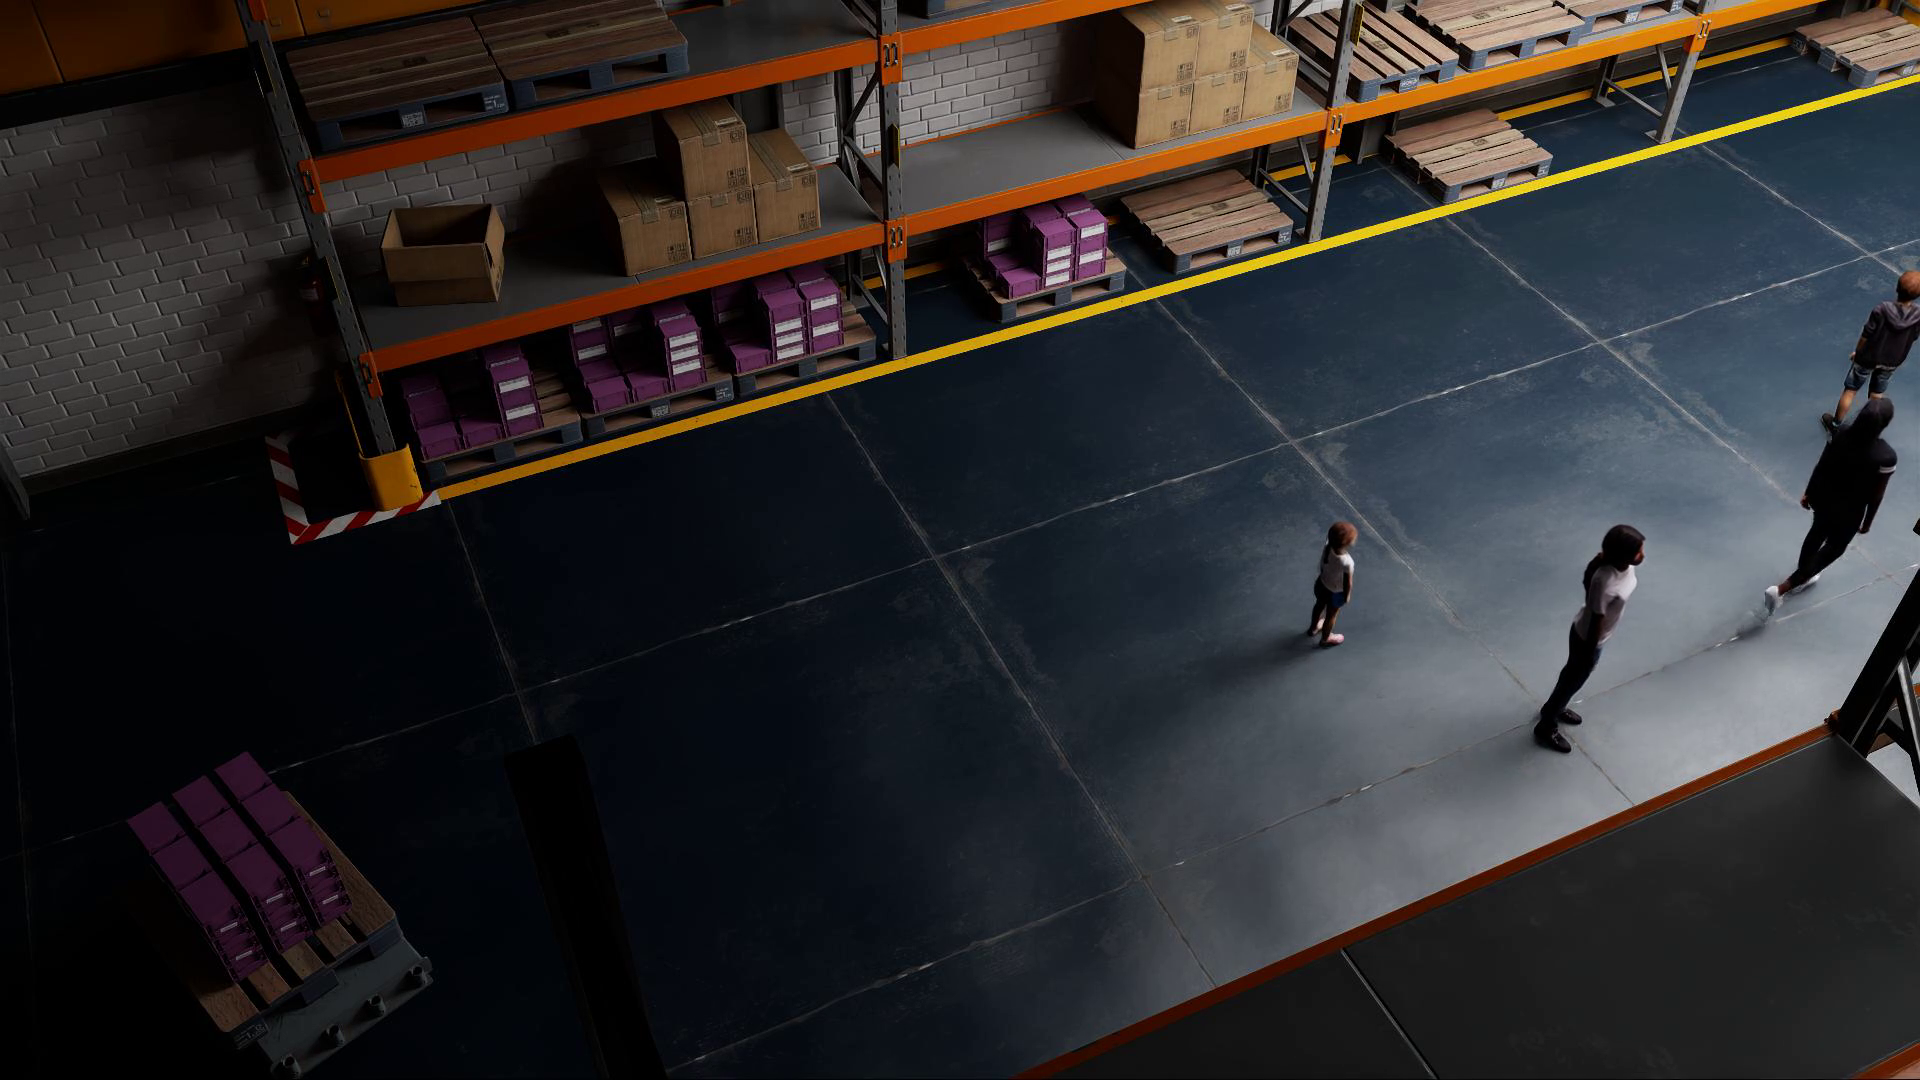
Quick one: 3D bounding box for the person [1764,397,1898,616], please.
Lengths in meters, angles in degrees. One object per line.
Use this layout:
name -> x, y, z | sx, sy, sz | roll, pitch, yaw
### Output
person -> 5.704, -0.189, 10.900 | 0.991, 1.712, 0.657 | -22, 48, -22

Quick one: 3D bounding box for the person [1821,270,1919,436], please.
person -> 6.818, -1.374, 12.336 | 0.612, 1.447, 0.686 | 9, 44, 9

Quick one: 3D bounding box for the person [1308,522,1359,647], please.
person -> 2.445, 0.278, 10.911 | 0.424, 1.020, 0.436 | -22, 48, -21

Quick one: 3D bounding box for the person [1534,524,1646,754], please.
person -> 3.836, 0.571, 10.098 | 0.731, 1.719, 0.631 | 24, 49, 23
